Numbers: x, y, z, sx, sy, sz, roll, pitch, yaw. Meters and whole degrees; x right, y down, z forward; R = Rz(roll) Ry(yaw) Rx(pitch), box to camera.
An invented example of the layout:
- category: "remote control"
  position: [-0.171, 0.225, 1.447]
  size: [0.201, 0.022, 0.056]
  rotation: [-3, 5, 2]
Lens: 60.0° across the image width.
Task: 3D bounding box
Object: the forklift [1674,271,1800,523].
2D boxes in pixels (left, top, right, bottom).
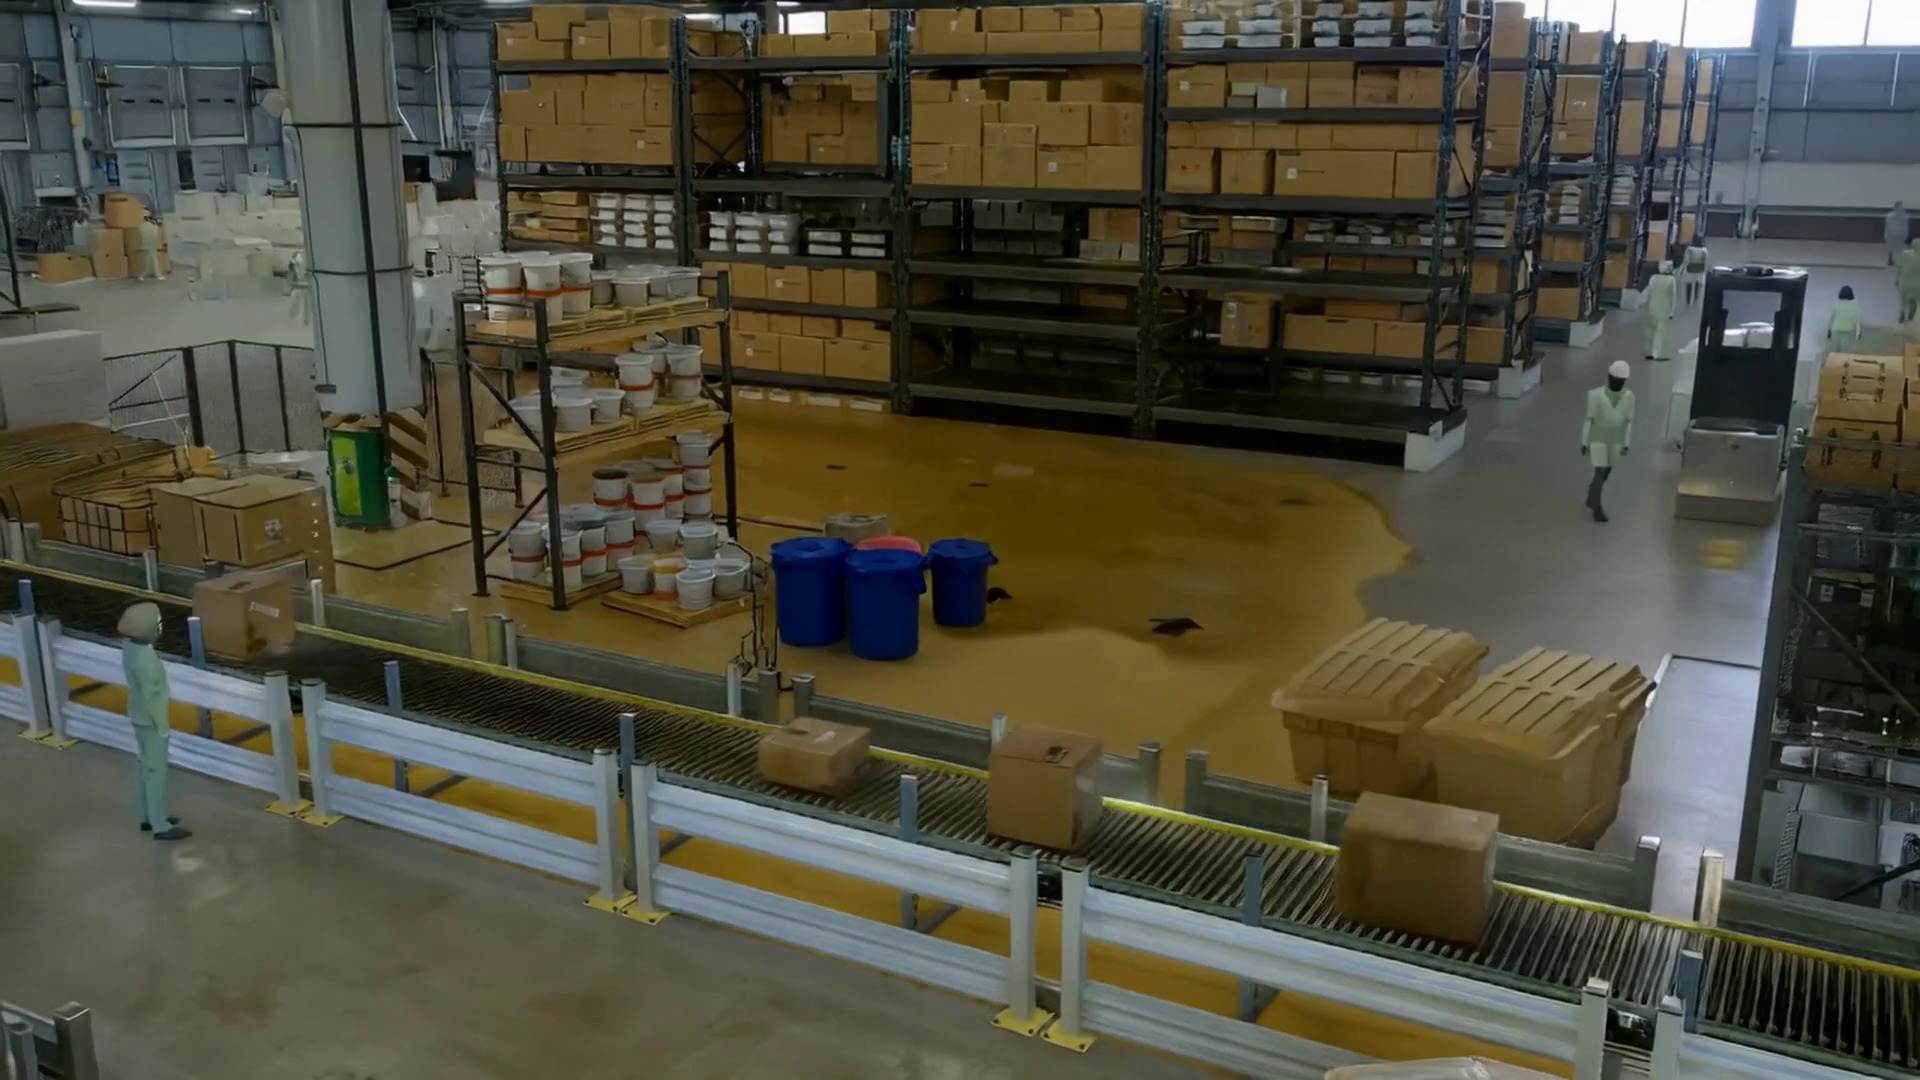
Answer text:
- category: "forklift"
  position: [9.269, -1.763, 19.726]
  size: [1.129, 2.768, 1.873]
  rotation: [8, 17, 27]

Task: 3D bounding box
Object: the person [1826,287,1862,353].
- category: "person"
  position: [15.595, -3.666, 29.364]
  size: [0.515, 1.587, 0.870]
  rotation: [11, 19, 36]

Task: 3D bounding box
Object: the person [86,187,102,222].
- category: "person"
  position: [-31.863, -12.104, 60.957]
  size: [0.885, 1.642, 0.547]
  rotation: [-14, 20, -42]

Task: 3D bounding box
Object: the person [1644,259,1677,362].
- category: "person"
  position: [13.143, -4.294, 31.128]
  size: [0.399, 1.900, 0.643]
  rotation: [-6, 16, -21]

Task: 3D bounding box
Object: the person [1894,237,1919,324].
- category: "person"
  position: [20.855, -5.701, 36.484]
  size: [0.654, 1.855, 0.991]
  rotation: [8, 17, 27]

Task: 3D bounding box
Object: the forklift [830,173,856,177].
- category: "forklift"
  position: [-3.910, -11.342, 55.737]
  size: [1.129, 2.768, 1.873]
  rotation: [8, 17, 28]

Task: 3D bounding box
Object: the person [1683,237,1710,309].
- category: "person"
  position: [17.224, -6.256, 38.950]
  size: [0.529, 1.660, 0.843]
  rotation: [7, 16, 24]

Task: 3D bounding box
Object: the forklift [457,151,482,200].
- category: "forklift"
  position: [-19.017, -13.621, 64.305]
  size: [1.873, 2.768, 1.129]
  rotation: [1, 15, 2]

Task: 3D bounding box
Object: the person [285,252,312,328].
- category: "person"
  position: [-14.265, -5.382, 35.744]
  size: [0.601, 1.616, 0.517]
  rotation: [13, 19, 39]

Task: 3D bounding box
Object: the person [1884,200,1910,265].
- category: "person"
  position: [27.564, -9.036, 48.961]
  size: [0.669, 1.891, 0.442]
  rotation: [10, 18, 32]

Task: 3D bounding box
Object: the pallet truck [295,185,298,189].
- category: "pallet truck"
  position: [-26.804, -14.617, 69.738]
  size: [1.885, 1.965, 0.823]
  rotation: [-14, 20, -42]

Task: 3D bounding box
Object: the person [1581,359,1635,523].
- category: "person"
  position: [7.577, -1.208, 19.536]
  size: [0.542, 1.901, 0.888]
  rotation: [1, 15, 2]

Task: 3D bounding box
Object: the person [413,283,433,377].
- category: "person"
  position: [-9.602, -3.720, 29.441]
  size: [0.756, 1.644, 0.555]
  rotation: [6, 16, 22]

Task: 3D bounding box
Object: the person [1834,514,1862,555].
- category: "person"
  position: [7.212, 0.500, 13.511]
  size: [0.598, 1.679, 0.545]
  rotation: [6, 16, 22]

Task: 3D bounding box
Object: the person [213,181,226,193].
- category: "person"
  position: [-26.711, -12.024, 60.135]
  size: [0.622, 1.932, 0.368]
  rotation: [9, 17, 31]

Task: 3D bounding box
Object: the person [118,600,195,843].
- category: "person"
  position: [-5.346, 1.191, 11.013]
  size: [0.276, 1.631, 0.507]
  rotation: [-13, 20, -40]

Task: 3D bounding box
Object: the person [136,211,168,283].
- category: "person"
  position: [-21.722, -7.836, 44.459]
  size: [0.592, 1.893, 0.934]
  rotation: [5, 16, 18]
